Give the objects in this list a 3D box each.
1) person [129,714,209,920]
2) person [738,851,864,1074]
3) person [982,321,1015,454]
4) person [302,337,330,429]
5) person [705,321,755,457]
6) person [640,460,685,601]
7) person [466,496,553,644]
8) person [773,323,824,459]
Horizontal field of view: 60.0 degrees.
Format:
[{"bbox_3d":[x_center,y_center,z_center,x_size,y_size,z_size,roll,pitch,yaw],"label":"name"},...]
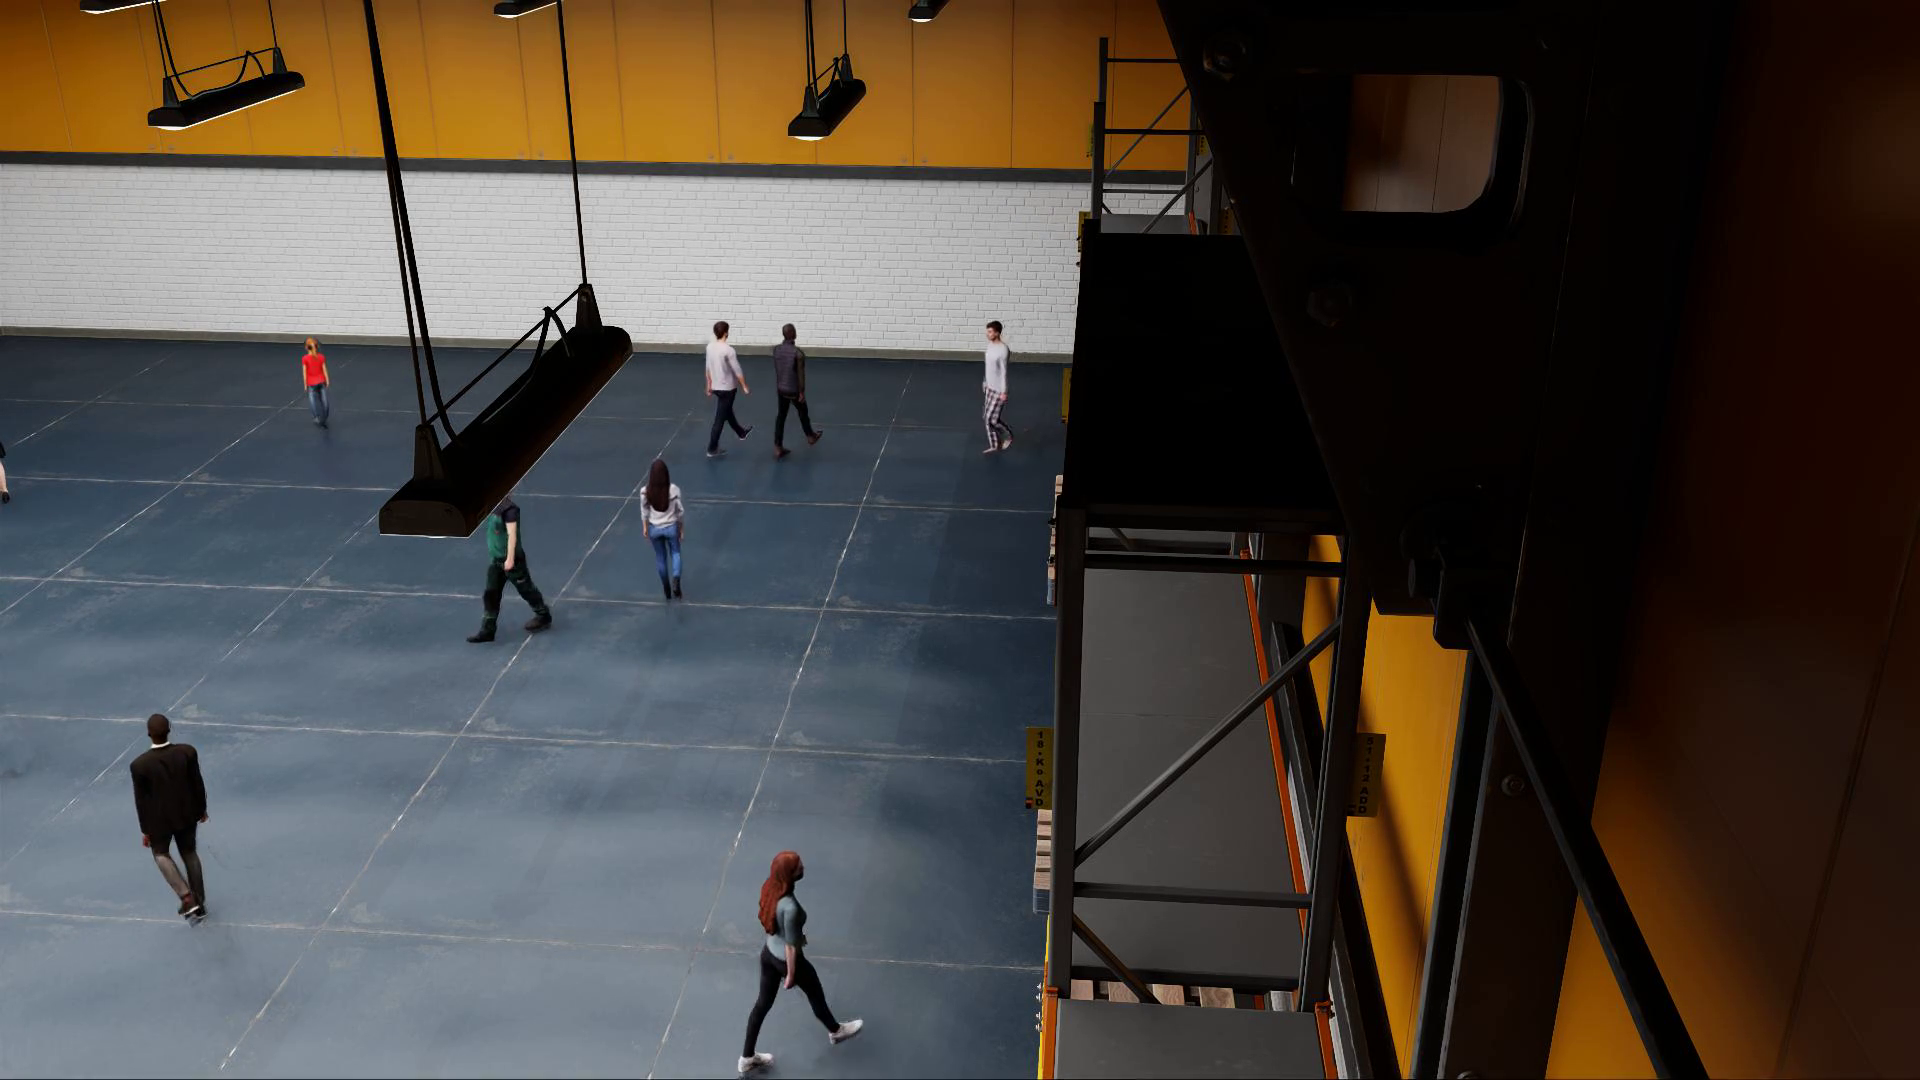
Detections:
[{"bbox_3d":[-6.010,2.181,12.786,0.821,1.786,0.887,-21,31,-39],"label":"person"},{"bbox_3d":[-1.261,2.890,11.287,1.086,1.688,1.136,-13,27,-28],"label":"person"},{"bbox_3d":[0.563,-2.054,22.413,0.882,1.835,0.821,-12,27,-26],"label":"person"},{"bbox_3d":[-9.041,-2.191,23.398,0.631,1.297,0.689,-15,28,-30],"label":"person"},{"bbox_3d":[-3.247,-1.990,22.318,1.123,1.794,1.265,21,31,39],"label":"person"},{"bbox_3d":[-3.224,-0.069,18.143,0.707,1.618,0.772,-4,24,-10],"label":"person"},{"bbox_3d":[-4.641,0.153,17.339,1.172,1.855,1.296,21,32,40],"label":"person"},{"bbox_3d":[-2.338,-1.964,22.267,1.074,1.786,1.269,15,28,31],"label":"person"}]
